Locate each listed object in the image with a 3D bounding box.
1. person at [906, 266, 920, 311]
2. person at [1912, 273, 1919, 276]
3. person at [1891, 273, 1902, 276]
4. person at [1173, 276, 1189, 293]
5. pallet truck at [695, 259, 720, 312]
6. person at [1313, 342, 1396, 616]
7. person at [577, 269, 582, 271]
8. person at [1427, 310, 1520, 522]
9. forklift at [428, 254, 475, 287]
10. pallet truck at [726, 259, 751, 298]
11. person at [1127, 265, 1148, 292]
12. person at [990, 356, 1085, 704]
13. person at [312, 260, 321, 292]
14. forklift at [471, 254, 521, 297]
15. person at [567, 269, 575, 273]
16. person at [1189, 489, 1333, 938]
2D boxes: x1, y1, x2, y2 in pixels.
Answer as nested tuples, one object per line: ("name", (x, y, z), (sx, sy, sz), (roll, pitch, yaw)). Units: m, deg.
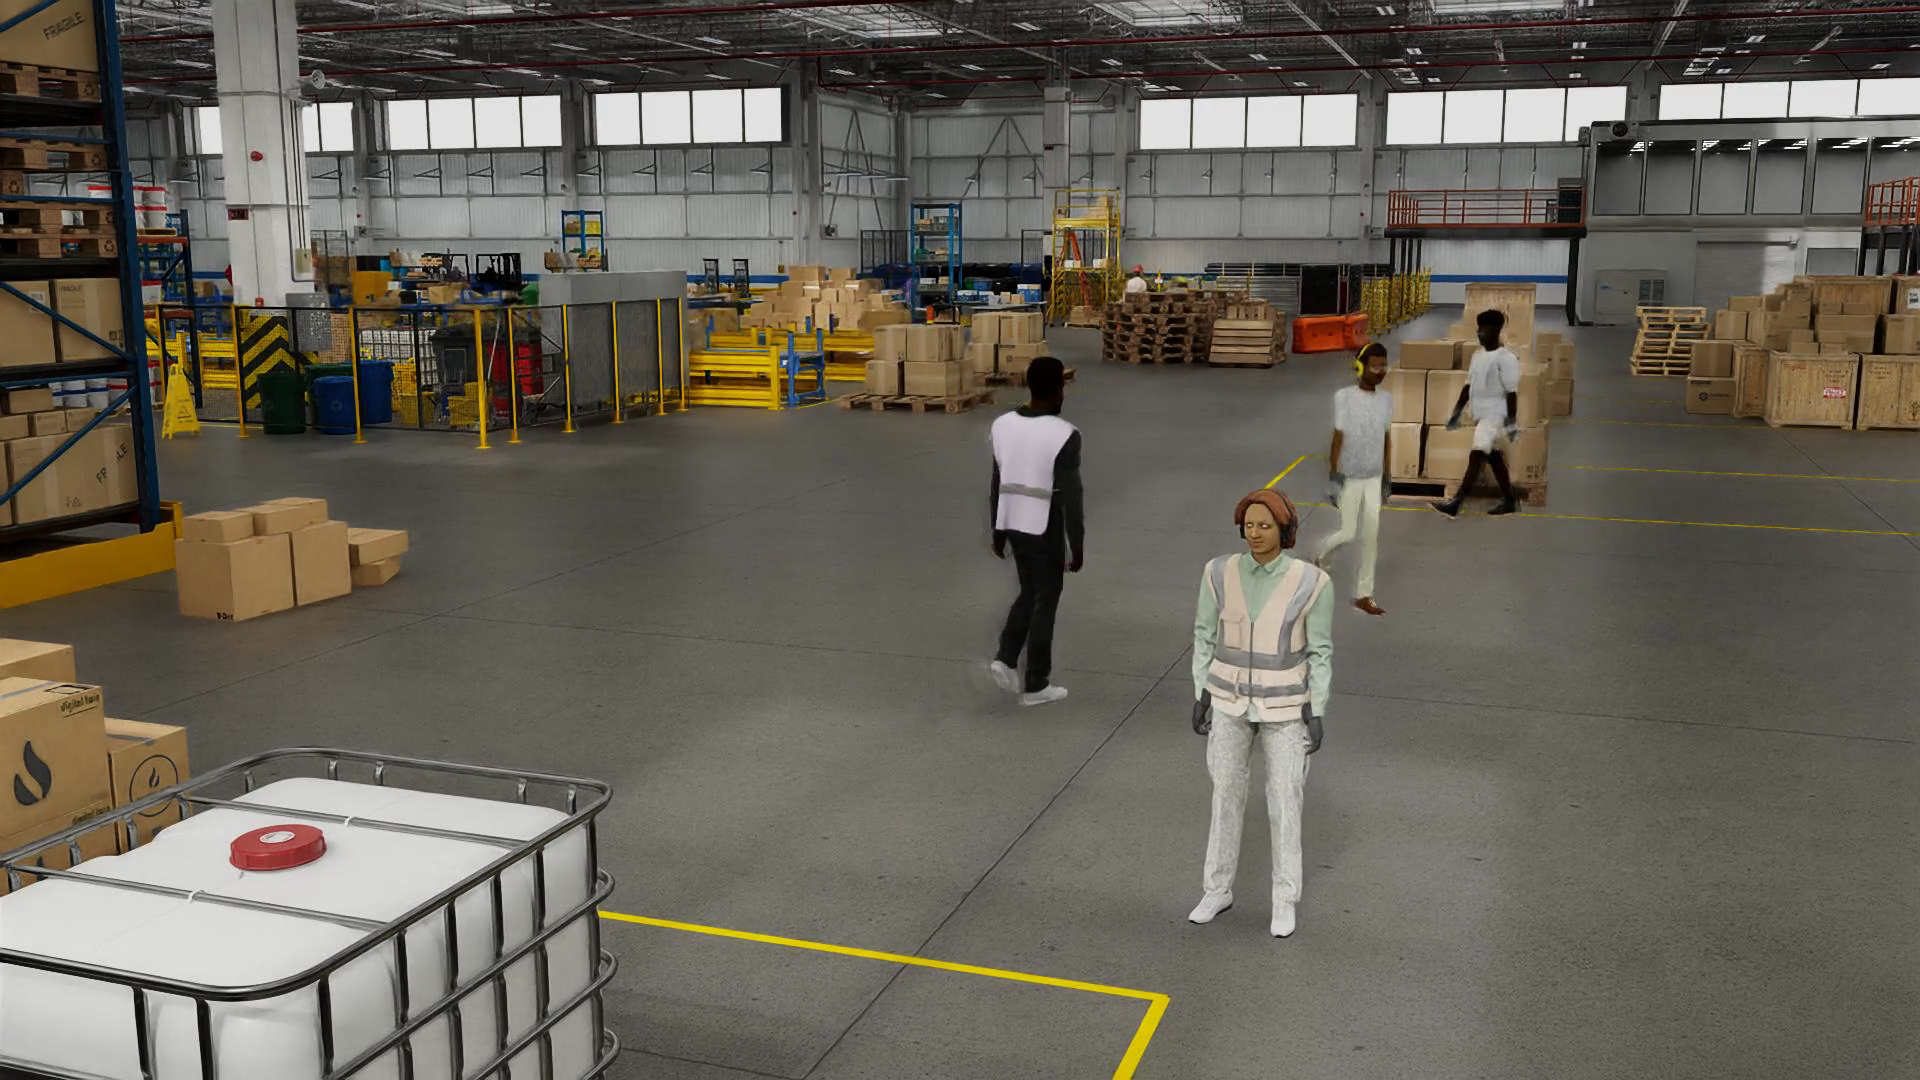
("person", (-1.353, -6.682, 46.408), (0.629, 1.924, 0.547), (6, 12, 29))
("person", (23.441, -5.621, 40.706), (1.018, 1.834, 0.573), (5, 11, 25))
("person", (19.802, -4.672, 35.089), (0.552, 1.922, 0.647), (-5, 11, -27))
("person", (5.618, -5.853, 42.333), (0.484, 1.707, 0.868), (4, 11, 21))
("pallet truck", (-9.165, -9.627, 62.776), (0.823, 1.965, 1.885), (4, 11, 23))
("person", (2.709, -0.430, 11.382), (0.542, 1.853, 0.606), (-4, 11, -20))
("person", (-13.518, -8.899, 59.327), (0.318, 1.767, 0.534), (6, 12, 29))
("person", (4.716, -1.123, 15.100), (0.989, 1.910, 0.617), (-2, 10, -10))
("forklift", (-20.133, -10.254, 65.465), (1.157, 1.987, 2.680), (3, 11, 19))
("pallet truck", (-7.986, -9.493, 62.019), (0.823, 1.965, 1.885), (3, 11, 17))
("person", (4.596, -6.163, 43.341), (0.615, 1.979, 0.545), (7, 12, 36))
("person", (0.426, -0.043, 9.046), (0.620, 1.905, 0.445), (10, 14, 43))
("person", (-24.486, -9.680, 63.244), (0.587, 1.938, 0.651), (-8, 13, -40))
("forklift", (-17.990, -10.121, 64.684), (1.157, 1.987, 2.680), (3, 11, 17))
("person", (-13.030, -8.363, 55.561), (0.475, 2.027, 0.644), (1, 10, 5))
("person", (1.090, 0.622, 6.058), (0.514, 1.642, 0.311), (5, 11, 26))
